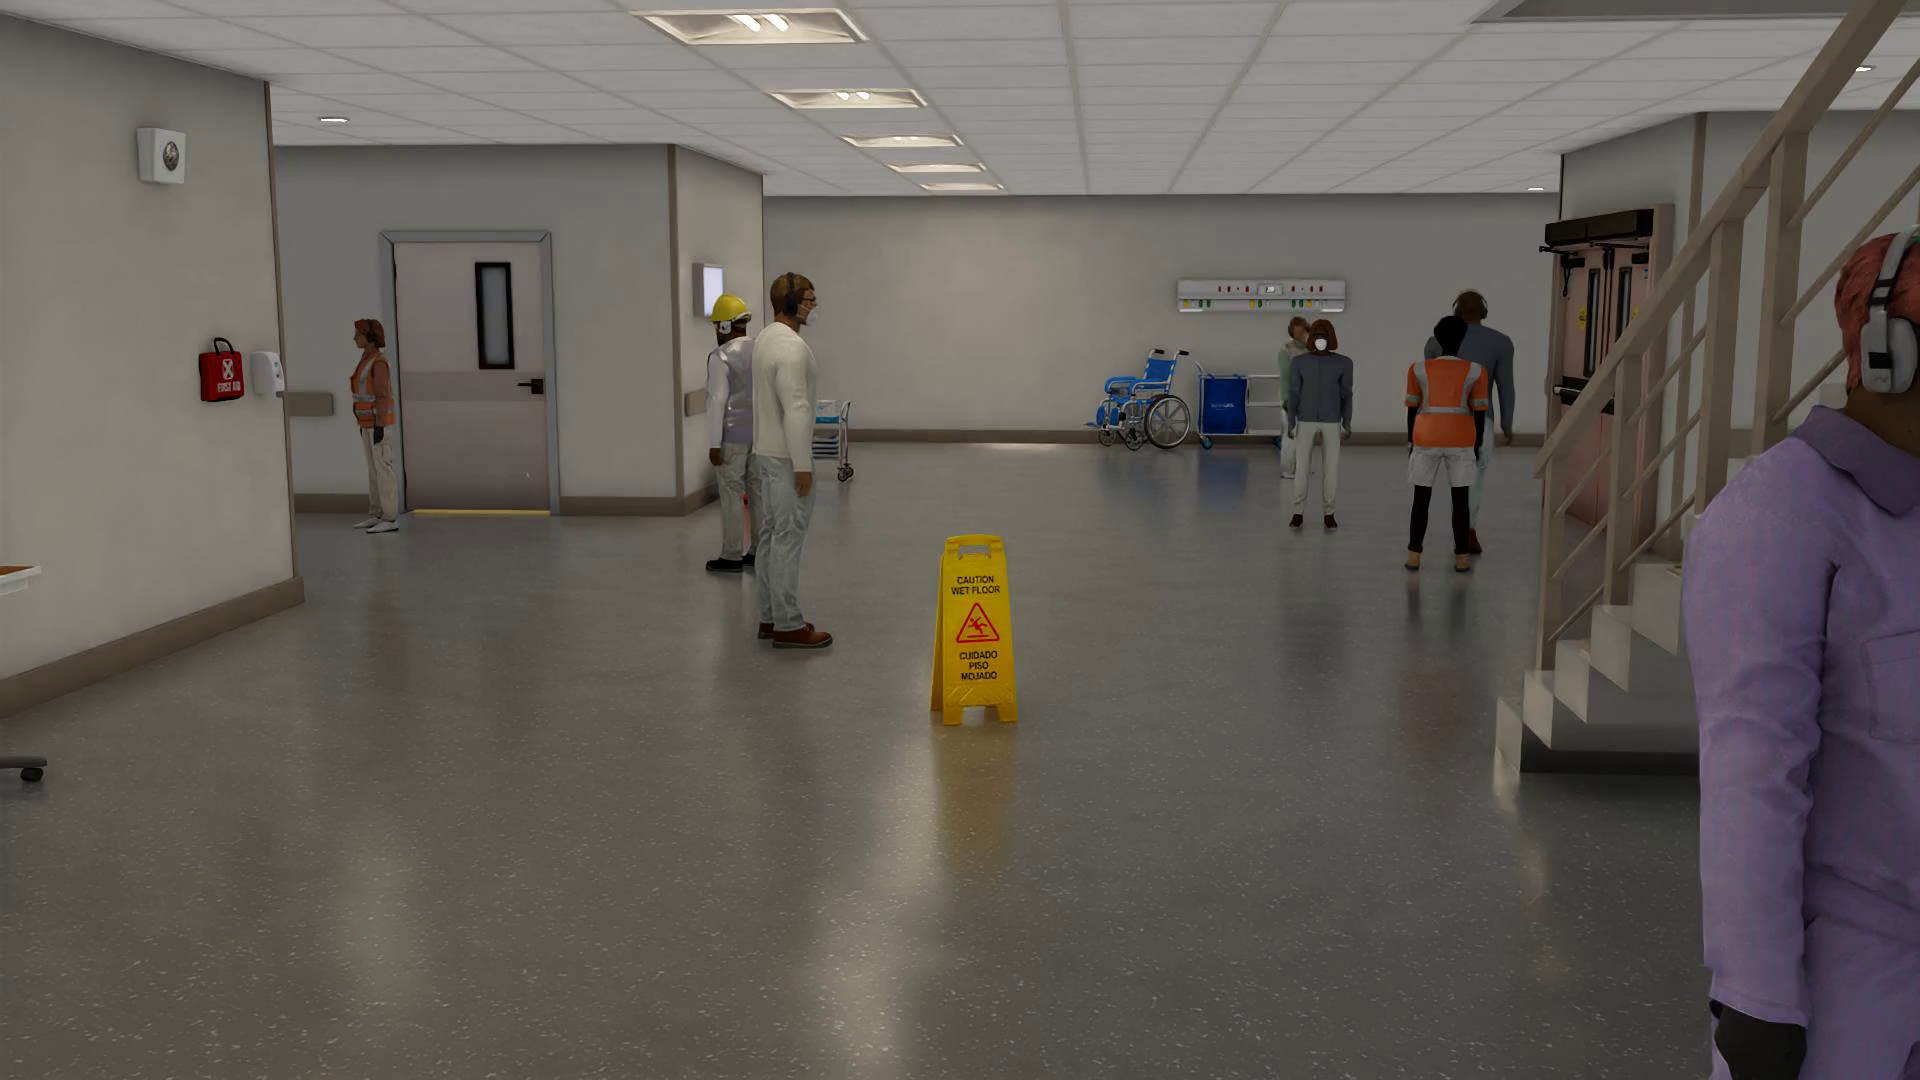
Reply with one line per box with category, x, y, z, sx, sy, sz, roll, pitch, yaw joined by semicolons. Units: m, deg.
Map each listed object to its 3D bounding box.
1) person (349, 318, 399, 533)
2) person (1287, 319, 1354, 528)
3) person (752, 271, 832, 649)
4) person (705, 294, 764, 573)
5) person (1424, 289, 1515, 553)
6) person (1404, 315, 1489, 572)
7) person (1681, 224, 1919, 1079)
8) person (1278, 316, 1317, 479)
person;-4.498;-0.876;12.777;0.308;1.640;0.511;-6;10;-34
person;2.805;-0.903;12.977;0.503;1.632;0.271;2;9;11
person;-0.891;-0.412;8.606;0.353;1.937;0.635;-3;9;-20
person;-1.465;-0.693;10.930;0.403;1.824;0.590;5;10;32
person;3.639;-0.870;11.983;0.638;1.880;1.106;4;9;28
person;3.190;-0.628;10.941;0.534;1.690;0.323;3;9;17
person;1.246;0.540;2.235;0.641;1.912;0.410;-5;10;-32
person;3.343;-1.404;16.459;0.619;1.609;0.403;-7;11;-40
